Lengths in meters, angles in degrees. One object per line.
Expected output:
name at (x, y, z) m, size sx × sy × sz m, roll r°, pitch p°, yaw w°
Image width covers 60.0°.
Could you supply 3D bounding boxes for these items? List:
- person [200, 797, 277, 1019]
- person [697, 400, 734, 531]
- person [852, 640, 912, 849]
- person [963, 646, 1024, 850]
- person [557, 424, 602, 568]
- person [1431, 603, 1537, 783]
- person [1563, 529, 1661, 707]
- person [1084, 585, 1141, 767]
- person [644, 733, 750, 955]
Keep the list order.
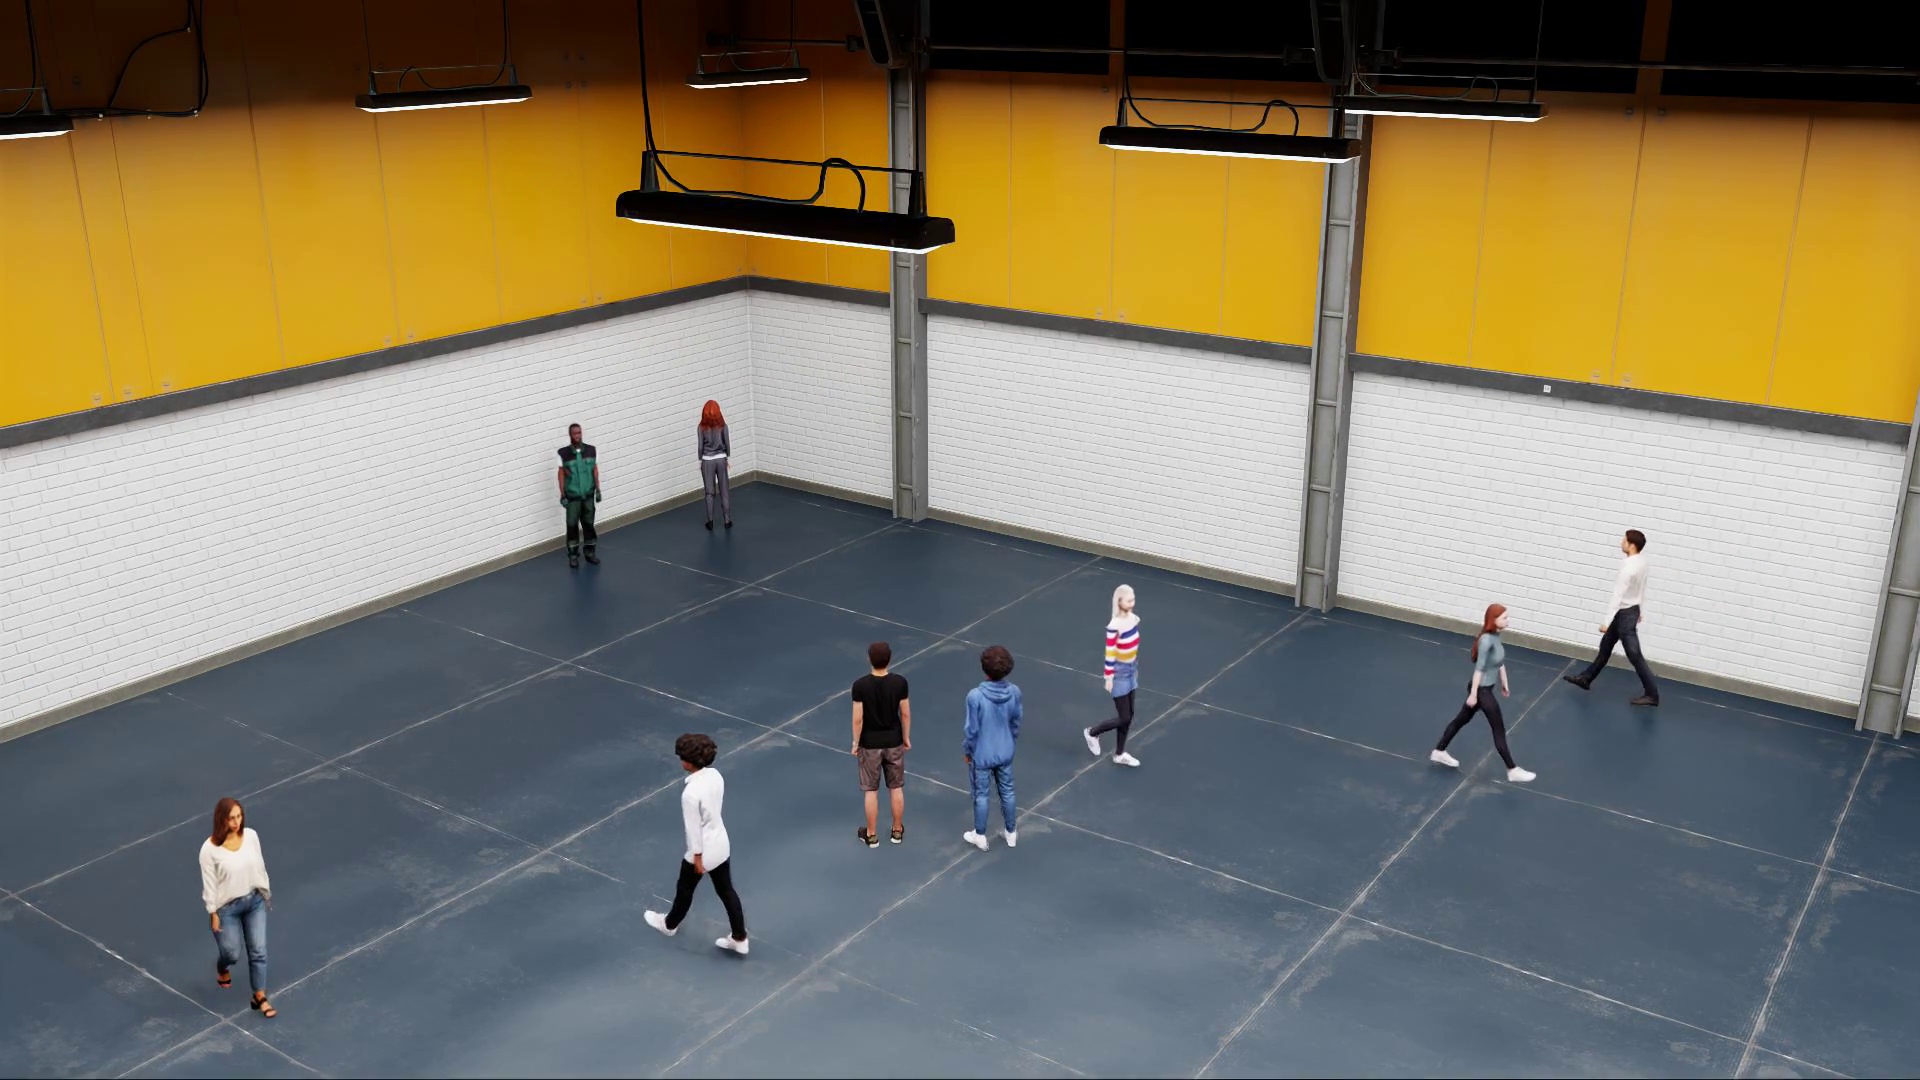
person at (-5.173, 2.584, 11.829) m, size 0.862 × 1.670 × 0.679 m, roll 16°, pitch 24°, yaw 39°
person at (-3.303, -1.018, 22.355) m, size 0.645 × 1.779 × 0.695 m, roll -4°, pitch 19°, yaw -12°
person at (-0.673, 1.717, 14.104) m, size 0.764 × 1.861 × 0.802 m, roll -5°, pitch 19°, yaw -15°
person at (0.268, 1.757, 14.070) m, size 0.781 × 1.806 × 0.798 m, roll -9°, pitch 21°, yaw -26°
person at (-4.793, -0.574, 20.943) m, size 0.770 × 1.839 × 0.750 m, roll -11°, pitch 21°, yaw -29°
person at (4.735, 1.401, 15.322) m, size 1.209 × 1.683 × 0.679 m, roll 10°, pitch 21°, yaw 28°
person at (6.817, 0.830, 16.798) m, size 1.210 × 1.822 × 0.707 m, roll 13°, pitch 23°, yaw 35°
person at (1.445, 1.253, 15.579) m, size 0.788 × 1.799 × 0.662 m, roll 12°, pitch 22°, yaw 31°
person at (-1.823, 2.318, 12.475) m, size 1.133 × 1.761 × 0.734 m, roll 9°, pitch 21°, yaw 25°
